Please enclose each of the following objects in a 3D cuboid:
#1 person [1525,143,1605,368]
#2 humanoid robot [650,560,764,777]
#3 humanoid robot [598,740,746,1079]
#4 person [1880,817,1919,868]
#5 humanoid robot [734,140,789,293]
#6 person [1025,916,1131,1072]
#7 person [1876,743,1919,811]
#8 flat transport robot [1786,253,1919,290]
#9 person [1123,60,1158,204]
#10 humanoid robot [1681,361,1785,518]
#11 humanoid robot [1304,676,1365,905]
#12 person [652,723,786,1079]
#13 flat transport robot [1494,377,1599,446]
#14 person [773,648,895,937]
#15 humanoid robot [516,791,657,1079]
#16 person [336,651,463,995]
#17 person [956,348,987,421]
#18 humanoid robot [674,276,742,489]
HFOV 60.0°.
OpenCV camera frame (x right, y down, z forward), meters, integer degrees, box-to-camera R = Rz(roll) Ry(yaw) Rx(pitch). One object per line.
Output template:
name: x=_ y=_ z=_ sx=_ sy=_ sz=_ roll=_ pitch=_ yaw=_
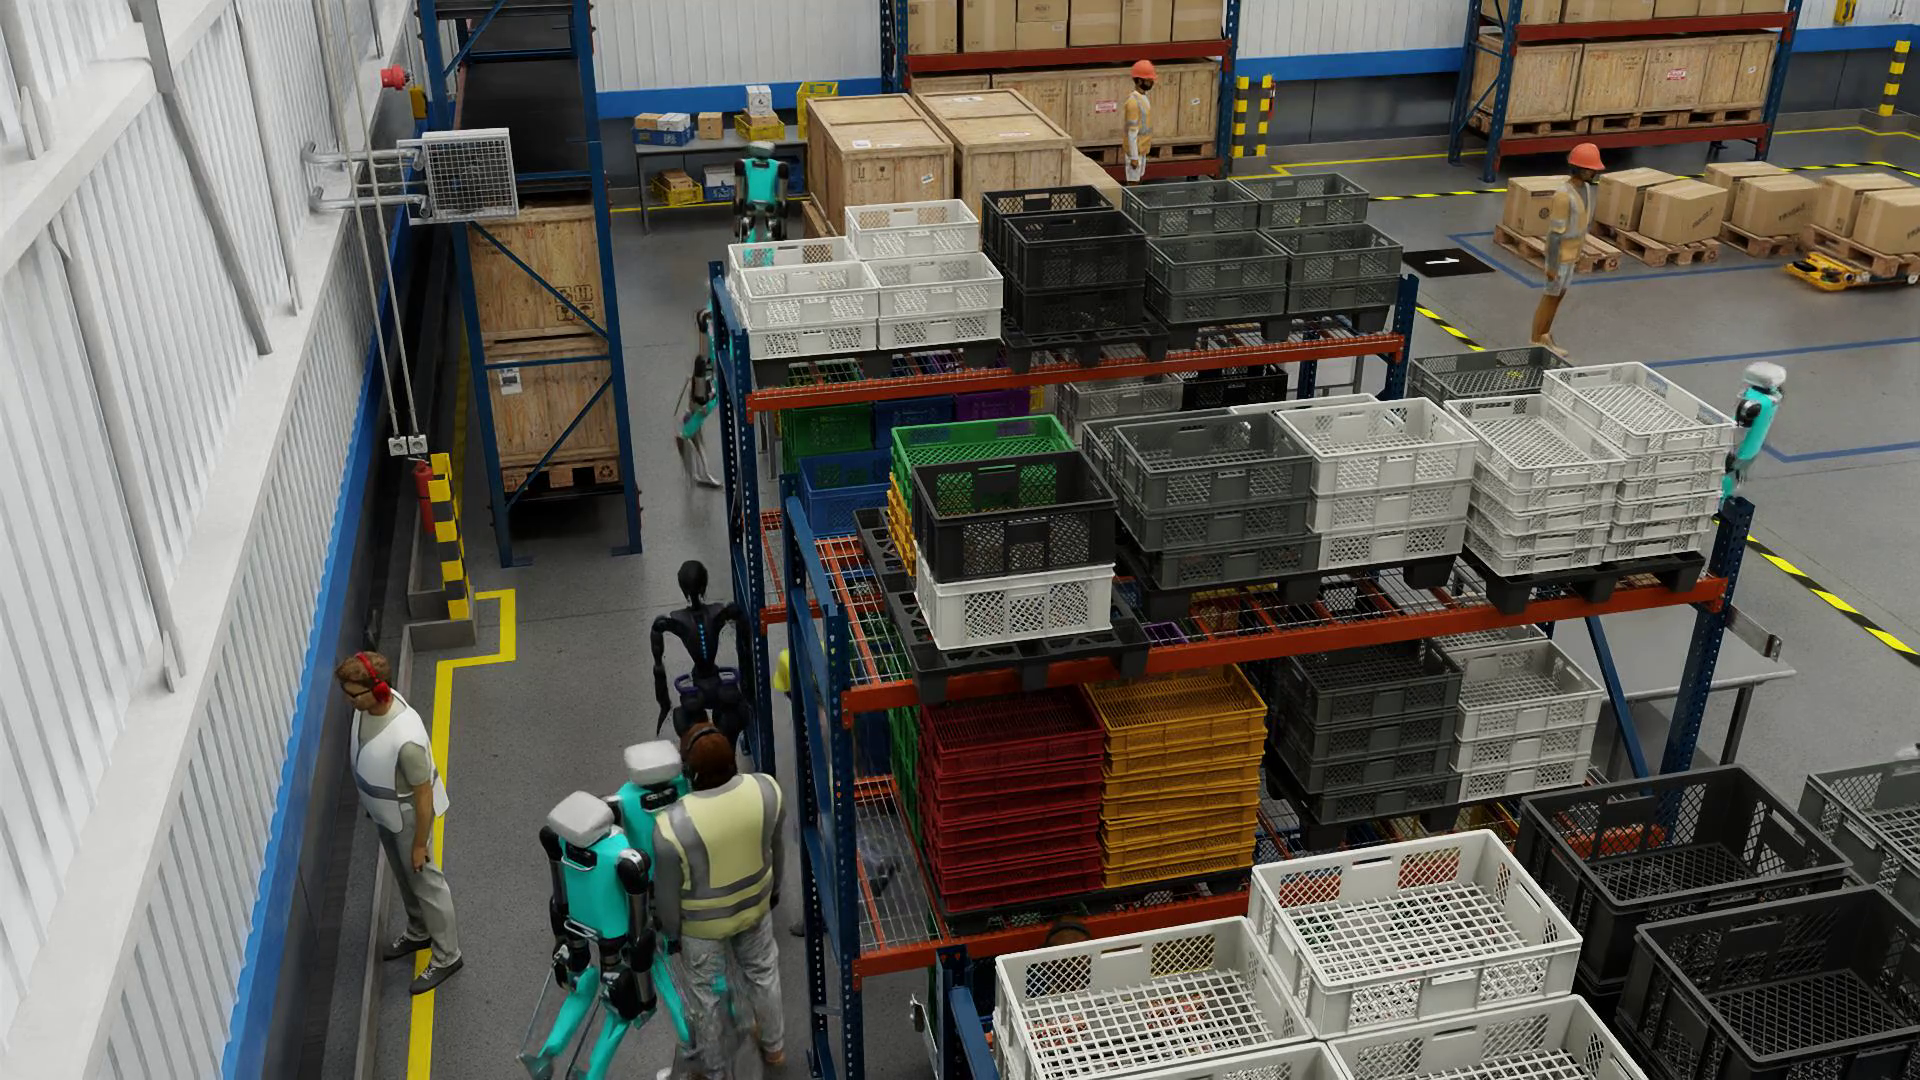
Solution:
person: x=5.484 y=-2.575 z=15.033 sx=0.389 sy=2.040 sz=0.613 roll=19 pitch=33 yaw=32
humanoid robot: x=-1.337 y=0.867 z=8.891 sx=0.584 sy=1.638 sz=0.365 roll=-9 pitch=29 yaw=-16
humanoid robot: x=-1.169 y=1.777 z=7.156 sx=0.547 sy=1.831 sz=0.743 roll=-17 pitch=32 yaw=-29
person: x=3.978 y=1.754 z=7.070 sx=0.973 sy=1.809 sz=0.551 roll=-17 pitch=32 yaw=-29
humanoid robot: x=-1.927 y=-2.910 z=16.038 sx=0.563 sy=1.747 sz=1.061 roll=1 pitch=28 yaw=1
person: x=0.385 y=2.182 z=6.225 sx=0.503 sy=1.841 sz=0.328 roll=-2 pitch=28 yaw=-4
person: x=4.556 y=1.435 z=7.790 sx=0.766 sy=1.698 sz=0.502 roll=-21 pitch=35 yaw=-35
flat transport robot: x=9.521 y=-2.870 z=17.462 sx=1.431 sy=0.197 sz=0.652 roll=-6 pitch=28 yaw=-12
person: x=1.993 y=-4.357 z=18.519 sx=0.348 sy=1.942 sz=0.544 roll=8 pitch=29 yaw=16
humanoid robot: x=4.996 y=-0.424 z=11.275 sx=0.788 sy=1.776 sz=0.573 roll=22 pitch=35 yaw=36
humanoid robot: x=1.979 y=1.118 z=8.418 sx=0.568 sy=1.640 sz=0.615 roll=0 pitch=28 yaw=-1
person: x=-1.051 y=1.613 z=7.313 sx=0.626 sy=1.835 sz=0.432 roll=-19 pitch=33 yaw=-31
flat transport robot: x=4.780 y=-1.036 z=14.013 sx=0.659 sy=0.231 sz=1.431 roll=-6 pitch=28 yaw=-12
person: x=-0.630 y=1.218 z=8.148 sx=0.518 sy=1.734 sz=0.555 roll=-4 pitch=28 yaw=-8
humanoid robot: x=-1.576 y=1.901 z=6.822 sx=0.535 sy=1.769 sz=0.669 roll=16 pitch=32 yaw=28
person: x=-2.634 y=1.308 z=7.878 sx=0.390 sy=1.840 sz=0.562 roll=-22 pitch=35 yaw=-35
person: x=0.146 y=-1.046 z=12.267 sx=0.393 sy=1.915 sz=0.589 roll=-2 pitch=28 yaw=-3
humanoid robot: x=-1.966 y=-1.160 z=12.774 sx=0.771 sy=1.856 sz=0.542 roll=18 pitch=32 yaw=30
